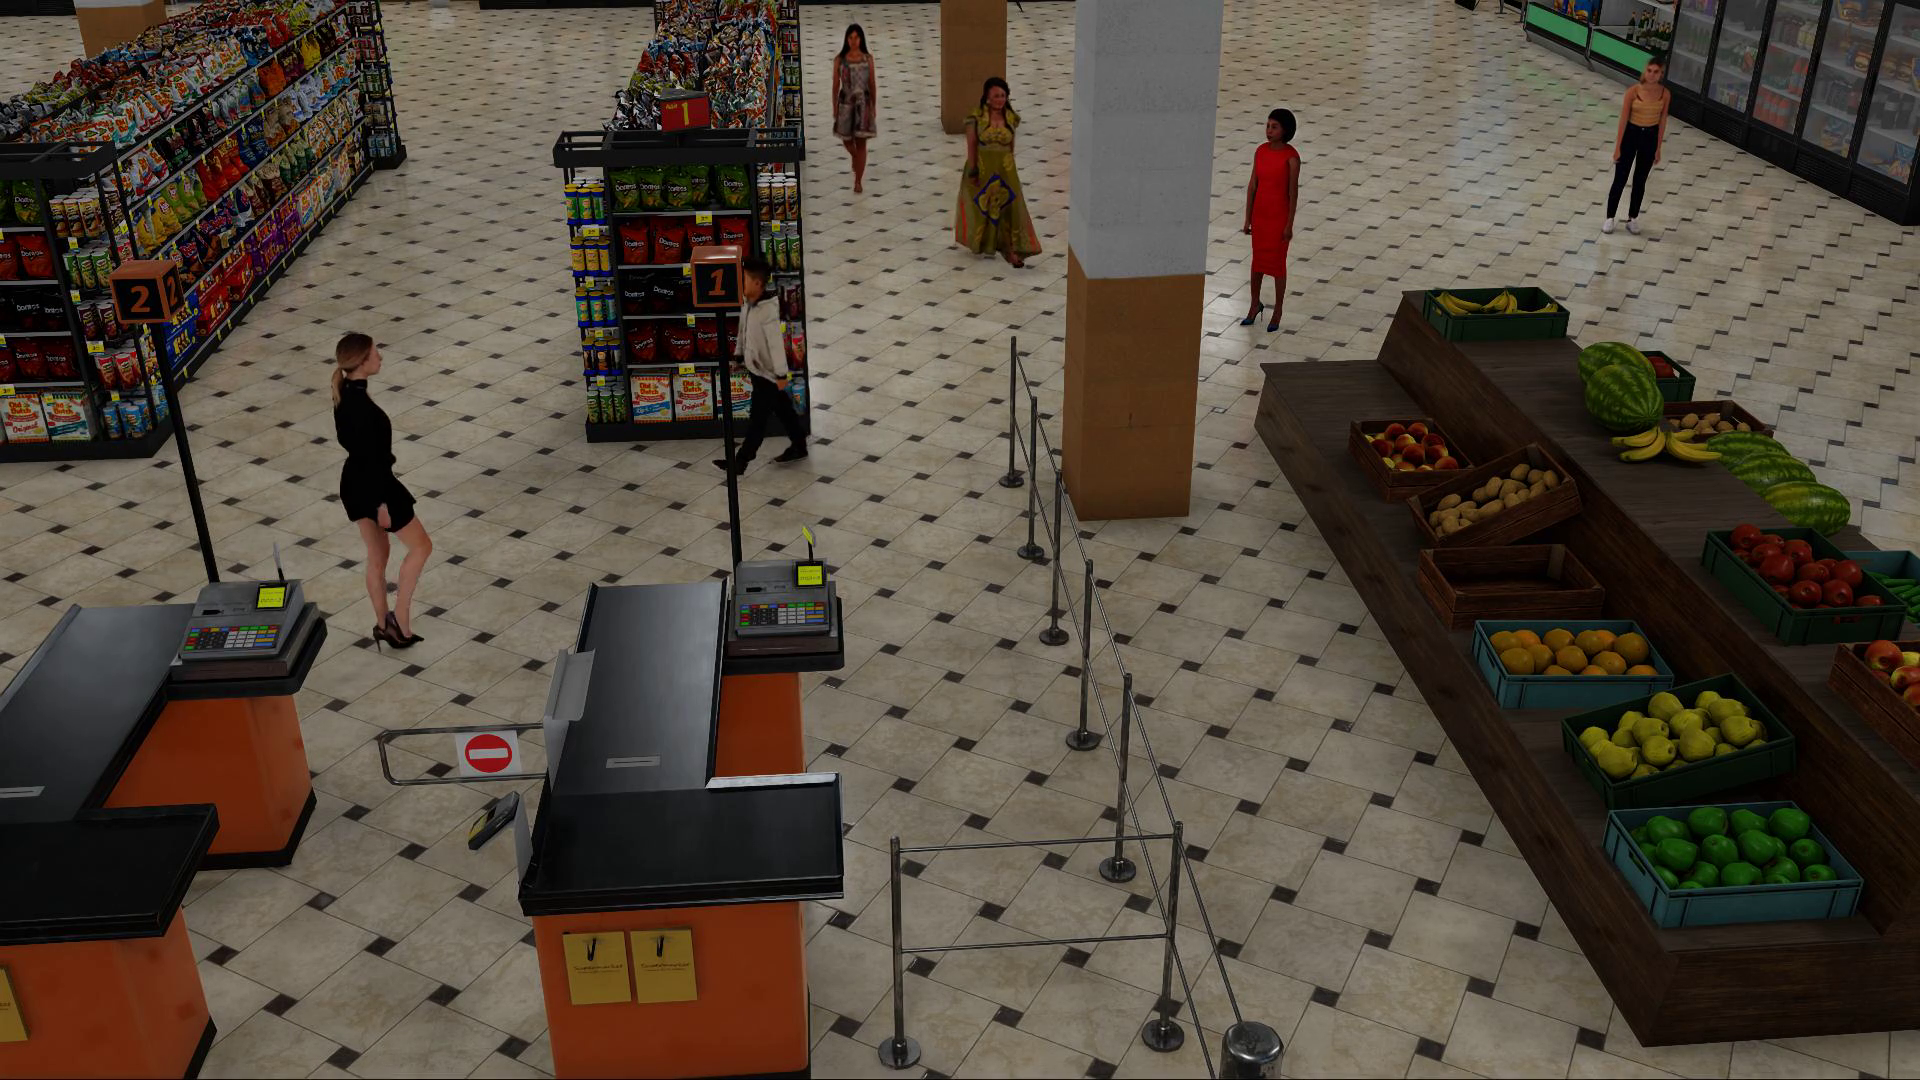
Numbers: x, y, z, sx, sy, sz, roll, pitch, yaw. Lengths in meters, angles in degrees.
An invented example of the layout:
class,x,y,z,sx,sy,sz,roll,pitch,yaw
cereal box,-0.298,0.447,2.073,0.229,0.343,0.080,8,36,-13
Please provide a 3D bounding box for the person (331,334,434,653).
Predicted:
class,x,y,z,sx,sy,sz,roll,pitch,yaw
person,-3.053,-0.188,8.463,0.771,1.757,0.689,-19,33,-33

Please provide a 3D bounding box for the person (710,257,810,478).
class,x,y,z,sx,sy,sz,roll,pitch,yaw
person,-1.170,-1.106,10.647,0.846,1.418,0.950,-13,30,-23

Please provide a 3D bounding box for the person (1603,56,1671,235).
class,x,y,z,sx,sy,sz,roll,pitch,yaw
person,6.314,-3.679,15.490,0.621,1.627,0.595,4,27,9

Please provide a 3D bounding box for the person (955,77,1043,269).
class,x,y,z,sx,sy,sz,roll,pitch,yaw
person,0.233,-3.224,14.619,0.948,1.604,1.304,-8,28,-16

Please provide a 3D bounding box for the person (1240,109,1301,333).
class,x,y,z,sx,sy,sz,roll,pitch,yaw
person,2.452,-2.503,13.043,0.643,1.743,0.712,23,35,37

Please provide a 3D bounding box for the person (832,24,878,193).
class,x,y,z,sx,sy,sz,roll,pitch,yaw
person,-1.062,-4.410,16.936,0.659,1.623,1.025,-1,27,-1
